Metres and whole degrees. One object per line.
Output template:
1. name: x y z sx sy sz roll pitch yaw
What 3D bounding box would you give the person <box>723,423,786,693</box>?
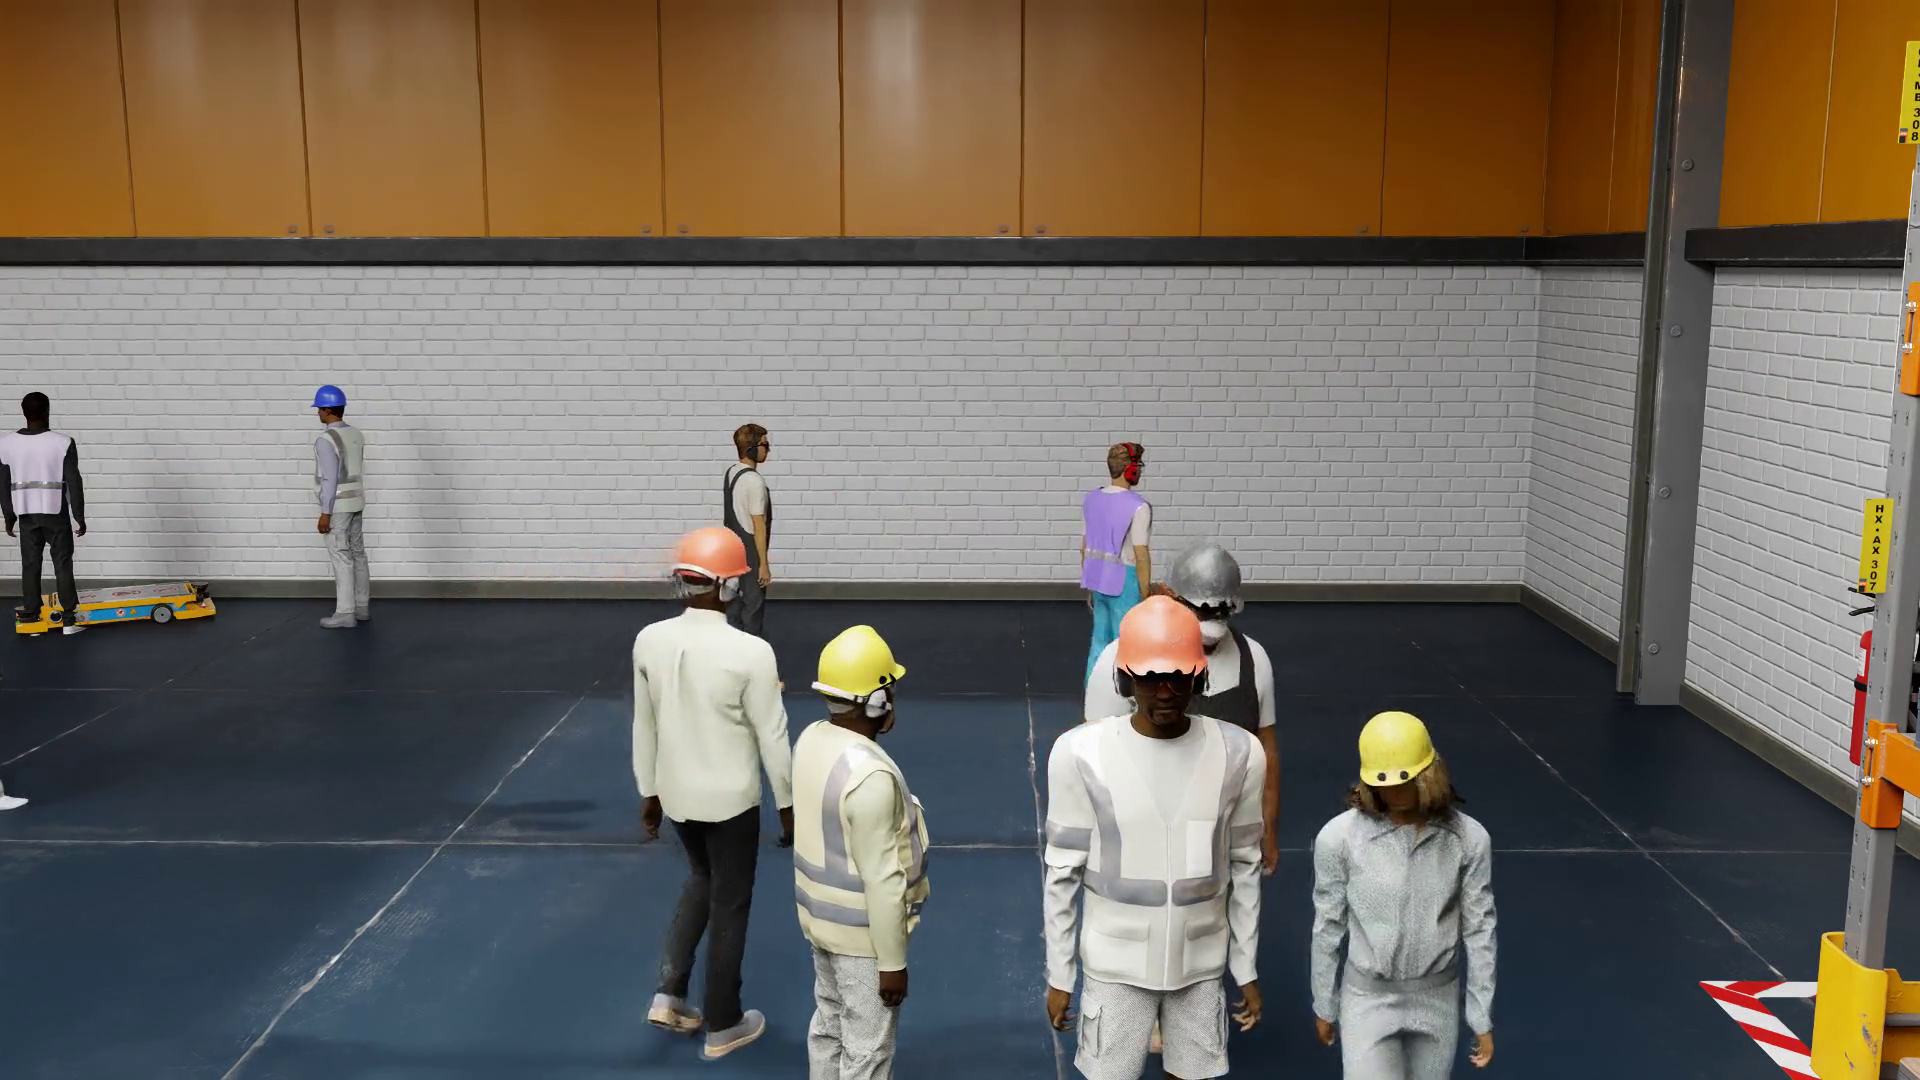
1. person: -1.427 0.130 11.280 0.344 1.845 0.506 -6 11 -31

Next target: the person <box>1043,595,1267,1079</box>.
1. person: 0.537 1.153 4.558 0.614 2.043 0.373 -1 10 -6

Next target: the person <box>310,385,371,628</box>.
1. person: -4.991 -0.272 13.377 0.395 1.945 0.618 1 10 6

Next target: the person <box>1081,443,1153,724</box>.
1. person: 0.955 0.337 10.121 0.440 1.853 0.590 -7 11 -34

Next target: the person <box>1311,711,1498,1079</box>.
1. person: 1.234 1.316 4.586 0.486 1.713 0.560 -1 10 -6

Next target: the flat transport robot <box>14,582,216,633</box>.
1. flat transport robot: -6.878 0.536 13.555 1.431 0.197 0.652 -5 11 -28

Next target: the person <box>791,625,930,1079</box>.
1. person: -0.296 1.166 5.098 0.404 1.837 0.593 -5 11 -26

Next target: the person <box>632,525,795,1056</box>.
1. person: -0.887 0.927 6.103 0.628 1.979 0.428 6 11 32

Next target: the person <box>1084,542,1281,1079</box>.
1. person: 0.817 0.943 5.825 0.694 2.000 1.057 -4 10 -21

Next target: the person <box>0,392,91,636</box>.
1. person: -7.181 -0.199 13.031 0.600 1.917 0.377 -2 10 -10

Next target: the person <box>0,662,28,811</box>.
1. person: -5.283 0.642 8.836 0.513 1.638 0.313 5 11 27
